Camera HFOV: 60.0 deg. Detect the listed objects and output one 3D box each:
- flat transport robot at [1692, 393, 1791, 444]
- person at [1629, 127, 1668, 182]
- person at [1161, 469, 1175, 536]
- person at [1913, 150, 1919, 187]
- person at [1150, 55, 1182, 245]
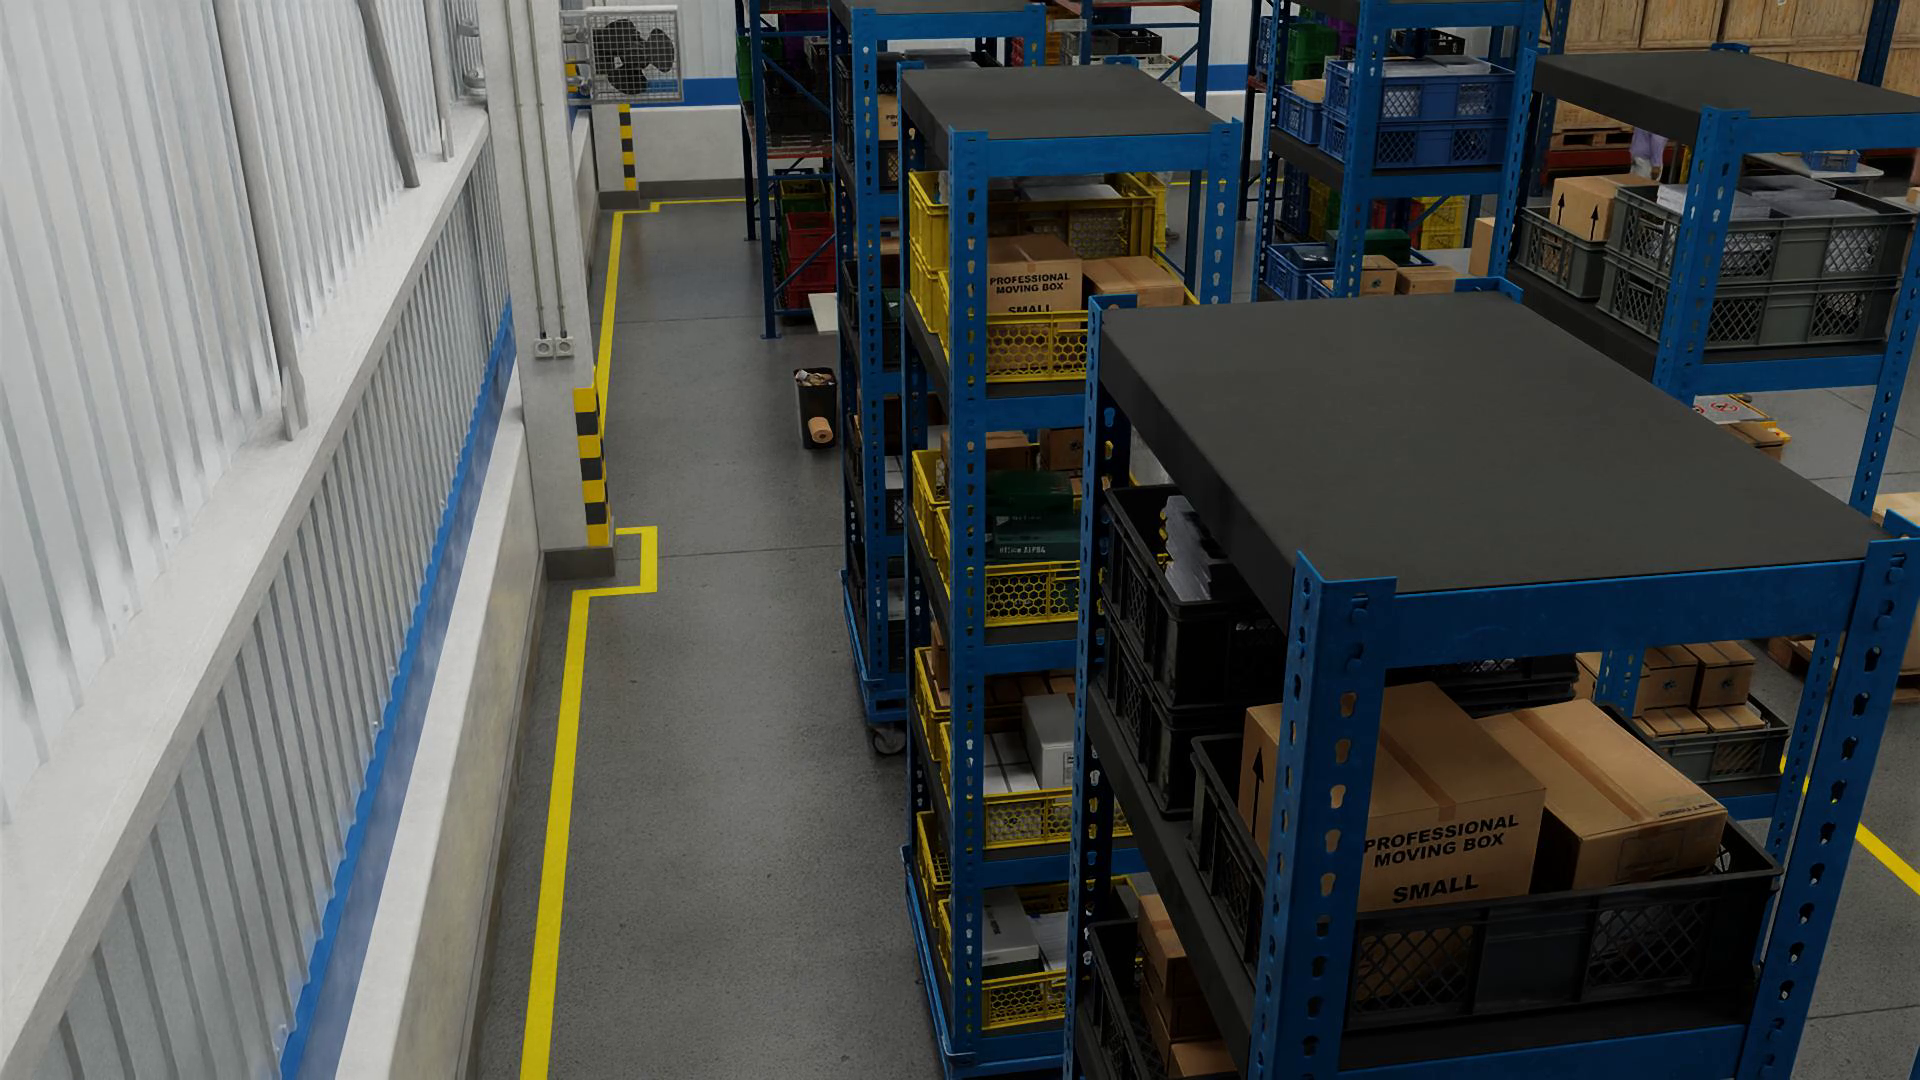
[{"bbox_3d":[5.224,-0.859,12.132,1.431,0.197,0.652,-4,25,-8],"label":"flat transport robot"},{"bbox_3d":[6.852,-3.801,16.546,0.371,1.941,0.627,2,25,5],"label":"person"},{"bbox_3d":[1.409,-0.608,9.990,0.636,1.621,0.524,-7,26,-14],"label":"person"},{"bbox_3d":[9.348,-3.344,15.644,0.646,1.858,0.965,8,26,17],"label":"person"},{"bbox_3d":[2.094,-3.984,17.009,0.356,1.886,0.574,13,28,26],"label":"person"}]
